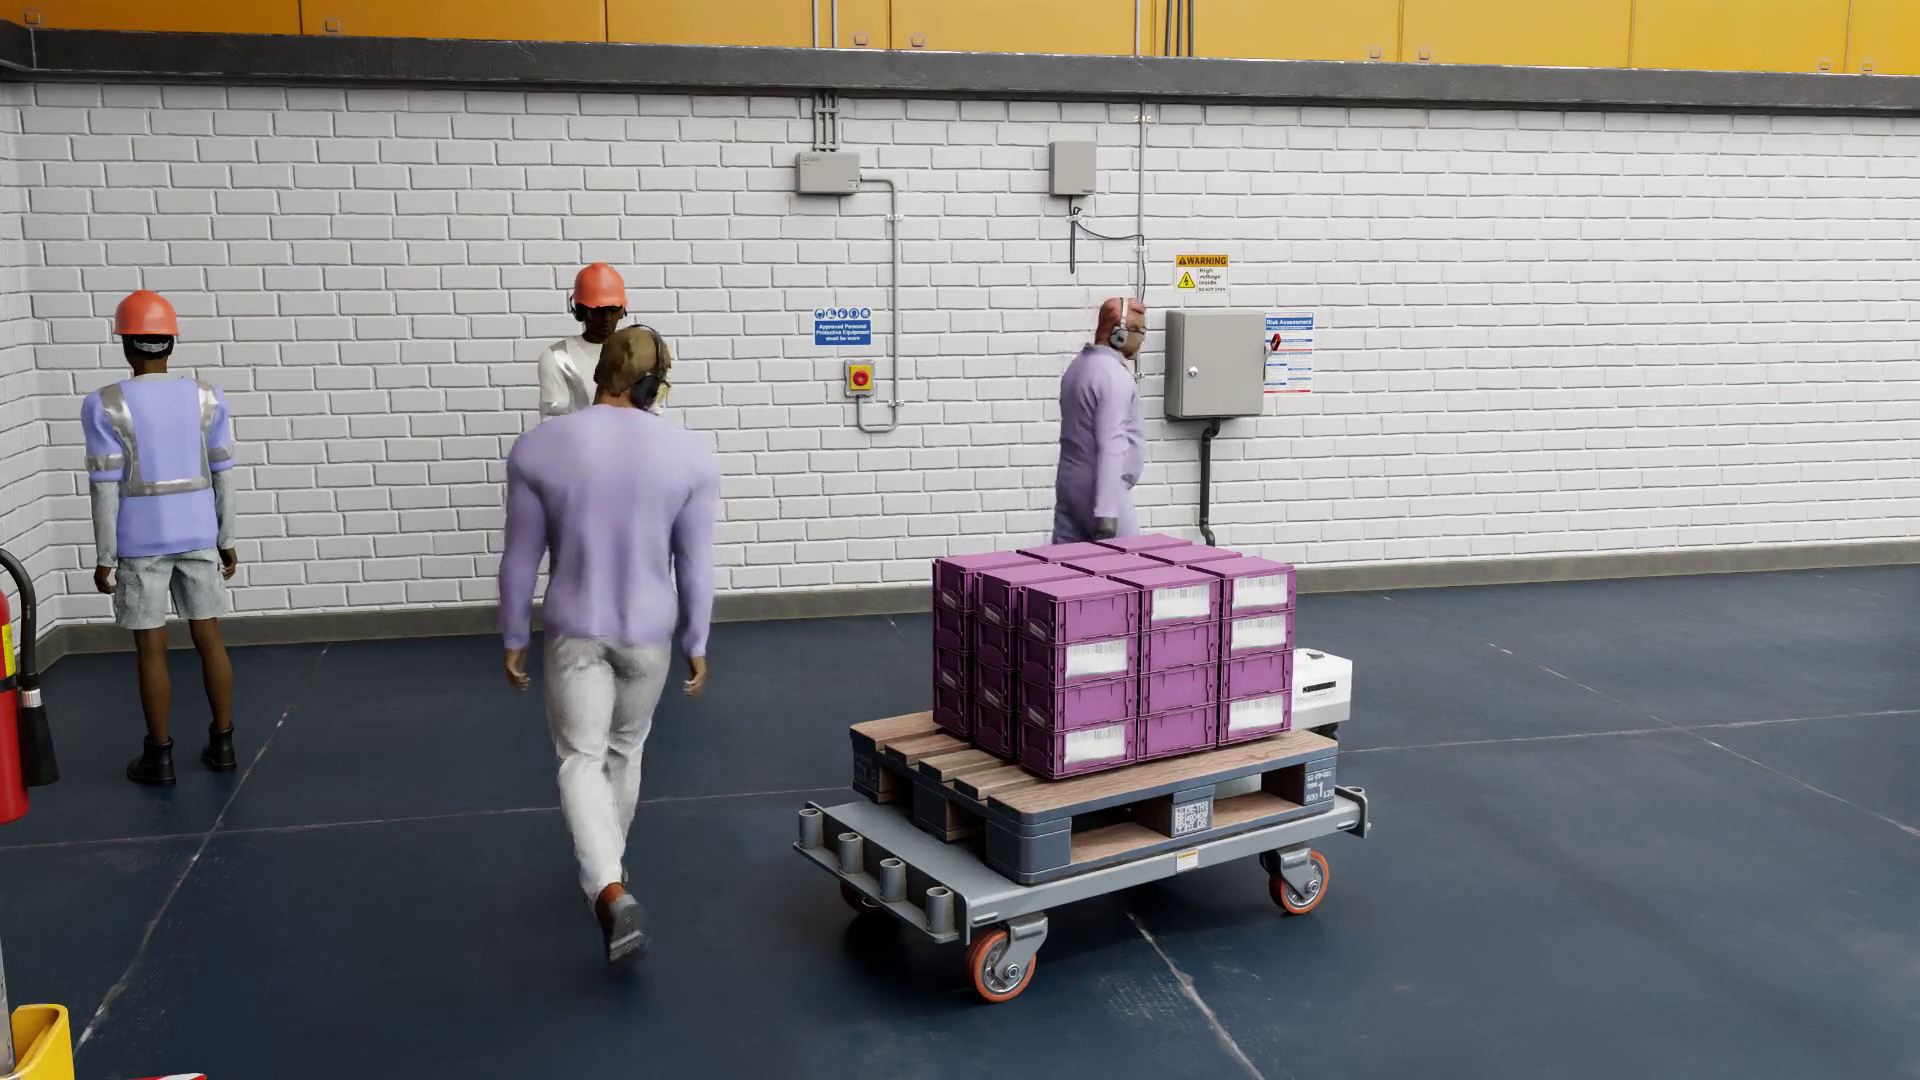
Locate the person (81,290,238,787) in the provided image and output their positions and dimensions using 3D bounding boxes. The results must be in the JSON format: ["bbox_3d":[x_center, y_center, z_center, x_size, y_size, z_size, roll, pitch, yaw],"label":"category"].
[{"bbox_3d":[-3.128,-0.004,6.535,0.356,1.937,0.552,10,14,44],"label":"person"}]

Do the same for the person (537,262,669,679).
[{"bbox_3d":[-1.674,-0.296,7.920,0.615,2.028,0.409,-8,13,-36],"label":"person"}]

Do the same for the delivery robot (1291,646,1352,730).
[{"bbox_3d":[1.249,0.604,6.740,0.707,0.478,0.477,-6,12,-32],"label":"delivery robot"}]

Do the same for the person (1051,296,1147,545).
[{"bbox_3d":[0.721,-0.214,7.889,0.895,1.856,0.787,-3,11,-17],"label":"person"}]

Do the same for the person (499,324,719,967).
[{"bbox_3d":[-1.041,0.297,5.020,0.663,1.886,0.910,-2,11,-13],"label":"person"}]
